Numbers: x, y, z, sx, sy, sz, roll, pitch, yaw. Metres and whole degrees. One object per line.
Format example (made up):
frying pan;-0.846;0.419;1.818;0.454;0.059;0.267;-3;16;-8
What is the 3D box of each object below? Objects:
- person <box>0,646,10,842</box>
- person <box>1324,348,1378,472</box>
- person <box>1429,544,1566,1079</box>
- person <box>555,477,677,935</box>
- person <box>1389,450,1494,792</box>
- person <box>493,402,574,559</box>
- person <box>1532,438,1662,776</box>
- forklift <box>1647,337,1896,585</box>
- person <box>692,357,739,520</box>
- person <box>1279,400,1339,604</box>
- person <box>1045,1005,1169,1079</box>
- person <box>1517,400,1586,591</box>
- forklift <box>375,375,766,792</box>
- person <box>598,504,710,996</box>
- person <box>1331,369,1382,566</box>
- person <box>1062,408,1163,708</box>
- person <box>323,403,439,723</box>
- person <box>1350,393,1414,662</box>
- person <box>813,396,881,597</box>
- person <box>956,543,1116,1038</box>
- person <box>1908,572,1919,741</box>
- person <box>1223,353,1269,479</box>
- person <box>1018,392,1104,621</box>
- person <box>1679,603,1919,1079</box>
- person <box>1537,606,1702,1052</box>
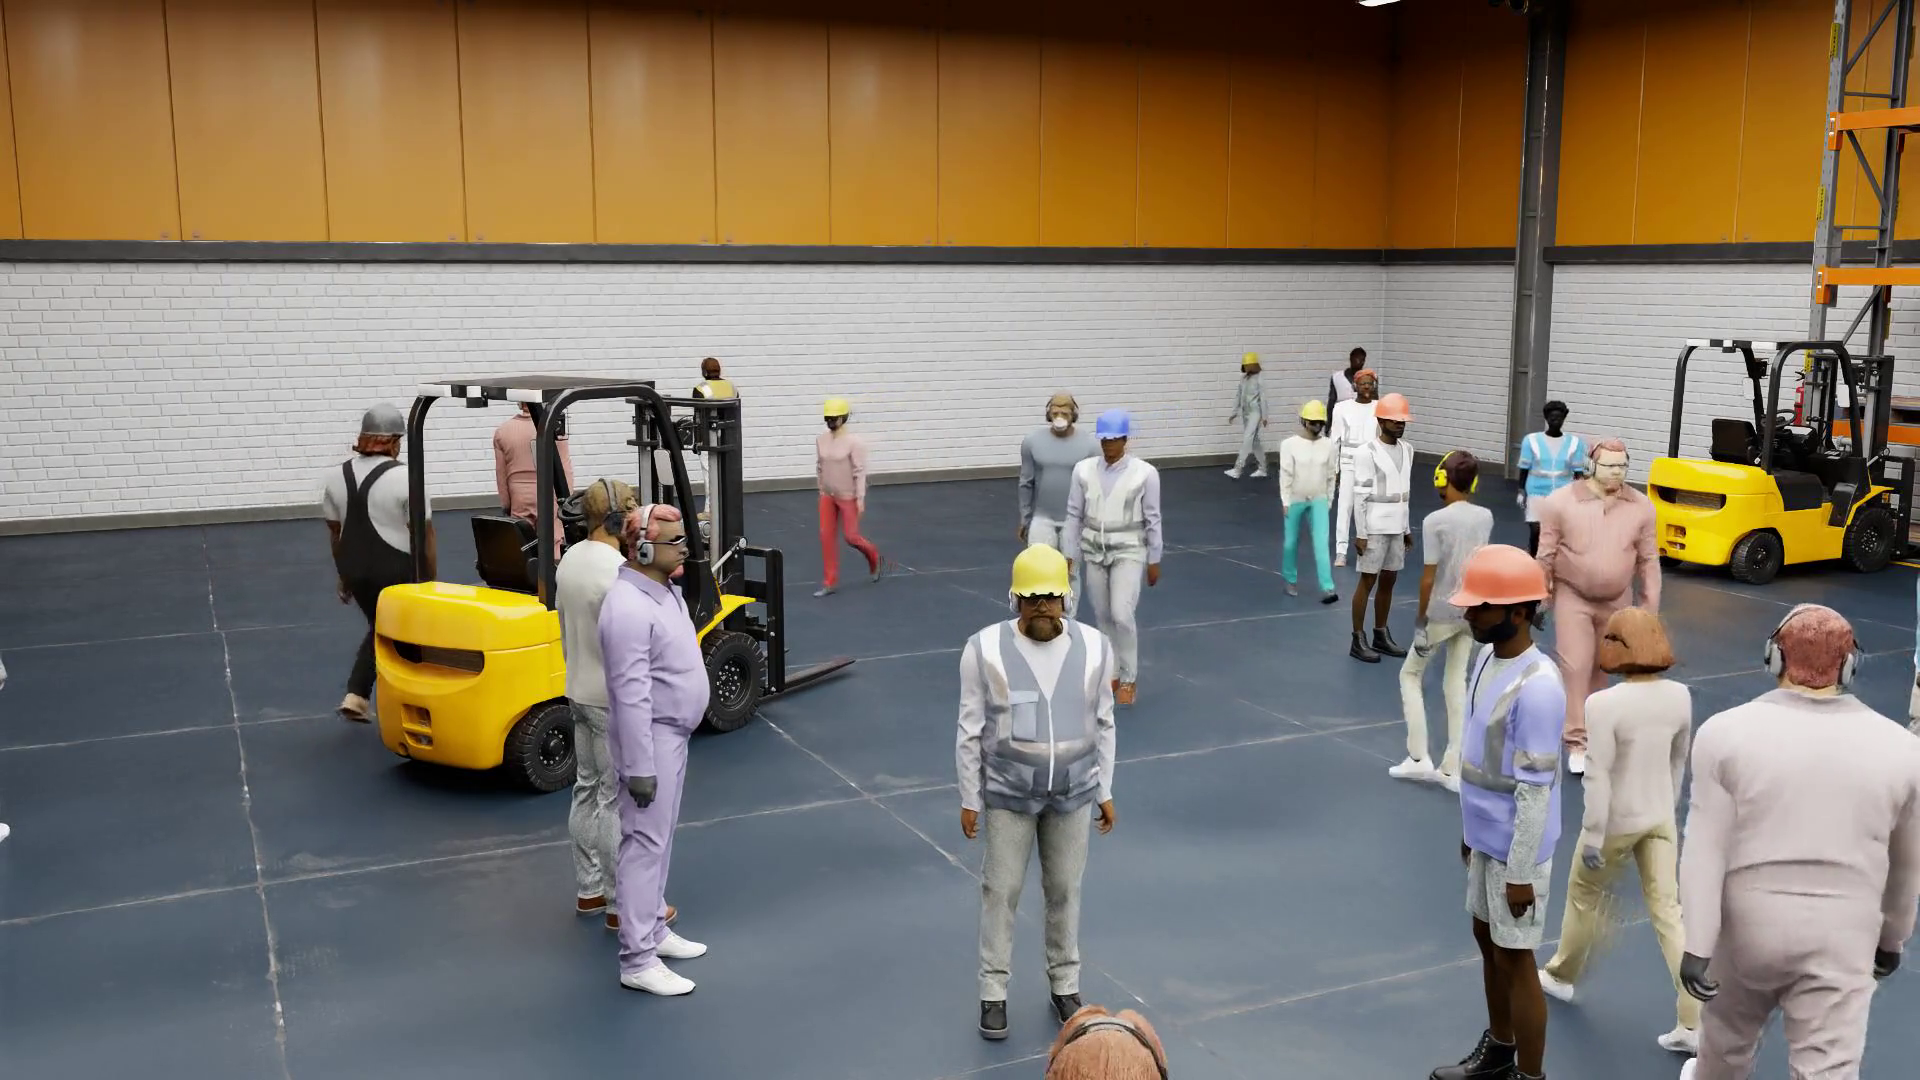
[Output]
person;-4.891;0.586;7.981;0.538;1.869;0.313;-5;11;-30
person;4.881;-1.464;20.770;0.641;1.866;1.029;1;9;3
person;1.759;0.967;5.453;0.388;1.930;0.541;0;9;2
person;-1.486;0.698;7.079;0.370;1.938;0.627;-7;11;-36
person;2.619;0.428;9.047;0.509;1.840;0.576;-4;10;-24
person;-3.410;-0.316;13.450;0.649;1.912;0.409;2;9;10
person;3.588;0.377;9.286;0.658;1.868;0.889;0;9;1
forklift;7.551;-0.789;15.507;2.313;2.155;1.214;-4;10;-25
person;-2.783;-1.140;18.785;0.430;1.840;0.626;8;12;40
person;2.951;-0.316;14.060;0.531;1.715;0.926;-1;9;-4
person;0.212;1.563;2.747;0.512;1.602;0.824;-1;9;-3
person;5.158;-0.376;14.500;0.556;1.678;0.457;2;9;10
forklift;-2.268;0.149;9.685;1.214;2.155;2.313;6;11;32
person;-1.180;0.802;6.527;0.403;1.906;0.651;0;9;0
person;3.797;-0.675;15.781;0.581;1.886;0.357;1;9;8
person;0.954;0.115;10.711;0.625;1.925;0.607;5;11;31
person;-3.420;0.171;10.027;0.686;2.000;0.540;4;10;23
person;3.070;-0.090;11.964;0.551;1.935;0.375;-6;11;-34
person;-0.985;-0.392;14.452;0.524;1.746;0.678;6;11;33
person;0.287;0.911;6.077;0.601;1.830;0.404;-2;9;-10
person;4.965;0.647;8.315;0.512;1.639;0.312;-4;10;-21
person;3.868;-1.674;22.525;0.877;1.703;0.496;-4;10;-25
person;0.729;-0.119;12.185;0.660;1.921;0.547;2;9;13
person;2.409;1.103;4.828;0.657;1.844;1.057;3;10;16
person;2.471;1.031;6.087;0.518;1.588;0.865;-3;10;-20
